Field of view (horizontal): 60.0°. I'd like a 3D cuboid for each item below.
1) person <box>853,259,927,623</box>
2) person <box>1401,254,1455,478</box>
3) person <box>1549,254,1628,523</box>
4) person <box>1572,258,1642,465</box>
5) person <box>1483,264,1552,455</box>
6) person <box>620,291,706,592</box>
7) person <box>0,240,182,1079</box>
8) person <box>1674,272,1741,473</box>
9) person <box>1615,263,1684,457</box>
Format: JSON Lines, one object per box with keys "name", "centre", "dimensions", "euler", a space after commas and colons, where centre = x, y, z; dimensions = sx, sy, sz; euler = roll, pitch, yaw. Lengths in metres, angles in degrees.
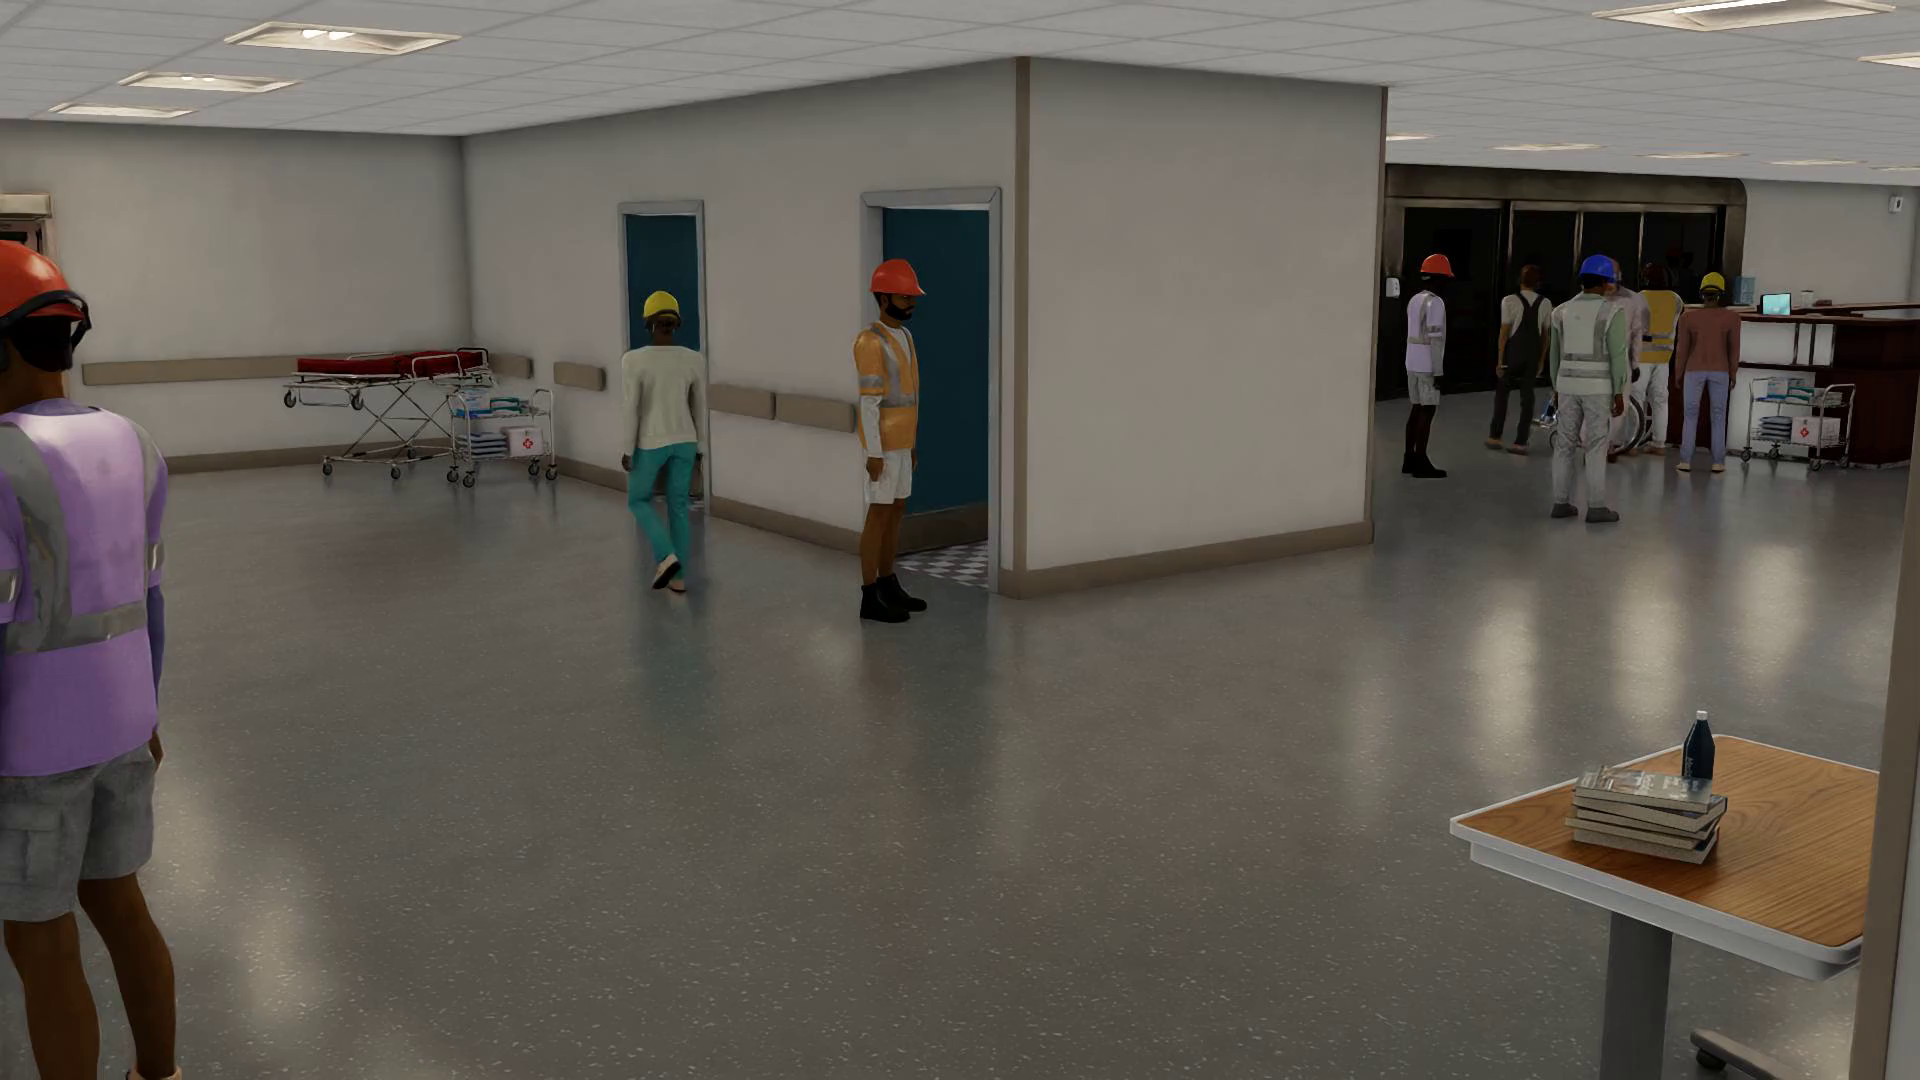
{"name": "person", "centre": [-0.353, -0.533, 8.957], "dimensions": [0.369, 1.935, 0.552], "euler": [4, 11, 19]}
{"name": "person", "centre": [4.073, -1.506, 14.446], "dimensions": [0.389, 1.928, 0.550], "euler": [-1, 10, -7]}
{"name": "person", "centre": [4.570, -1.096, 12.103], "dimensions": [0.395, 1.941, 0.601], "euler": [-8, 13, -37]}
{"name": "person", "centre": [5.848, -1.609, 15.119], "dimensions": [0.668, 1.888, 0.441], "euler": [2, 10, 10]}
{"name": "person", "centre": [5.415, -1.754, 16.148], "dimensions": [0.542, 1.808, 0.841], "euler": [-1, 10, -3]}
{"name": "person", "centre": [-1.706, -0.554, 9.592], "dimensions": [0.540, 1.750, 0.387], "euler": [-7, 12, -34]}
{"name": "person", "centre": [-1.905, 0.401, 3.490], "dimensions": [0.409, 2.029, 0.612], "euler": [1, 10, 7]}
{"name": "person", "centre": [6.604, -1.476, 14.724], "dimensions": [0.524, 1.769, 0.314], "euler": [4, 11, 20]}
{"name": "person", "centre": [6.523, -1.703, 15.806], "dimensions": [0.628, 1.836, 0.428], "euler": [-2, 10, -14]}
